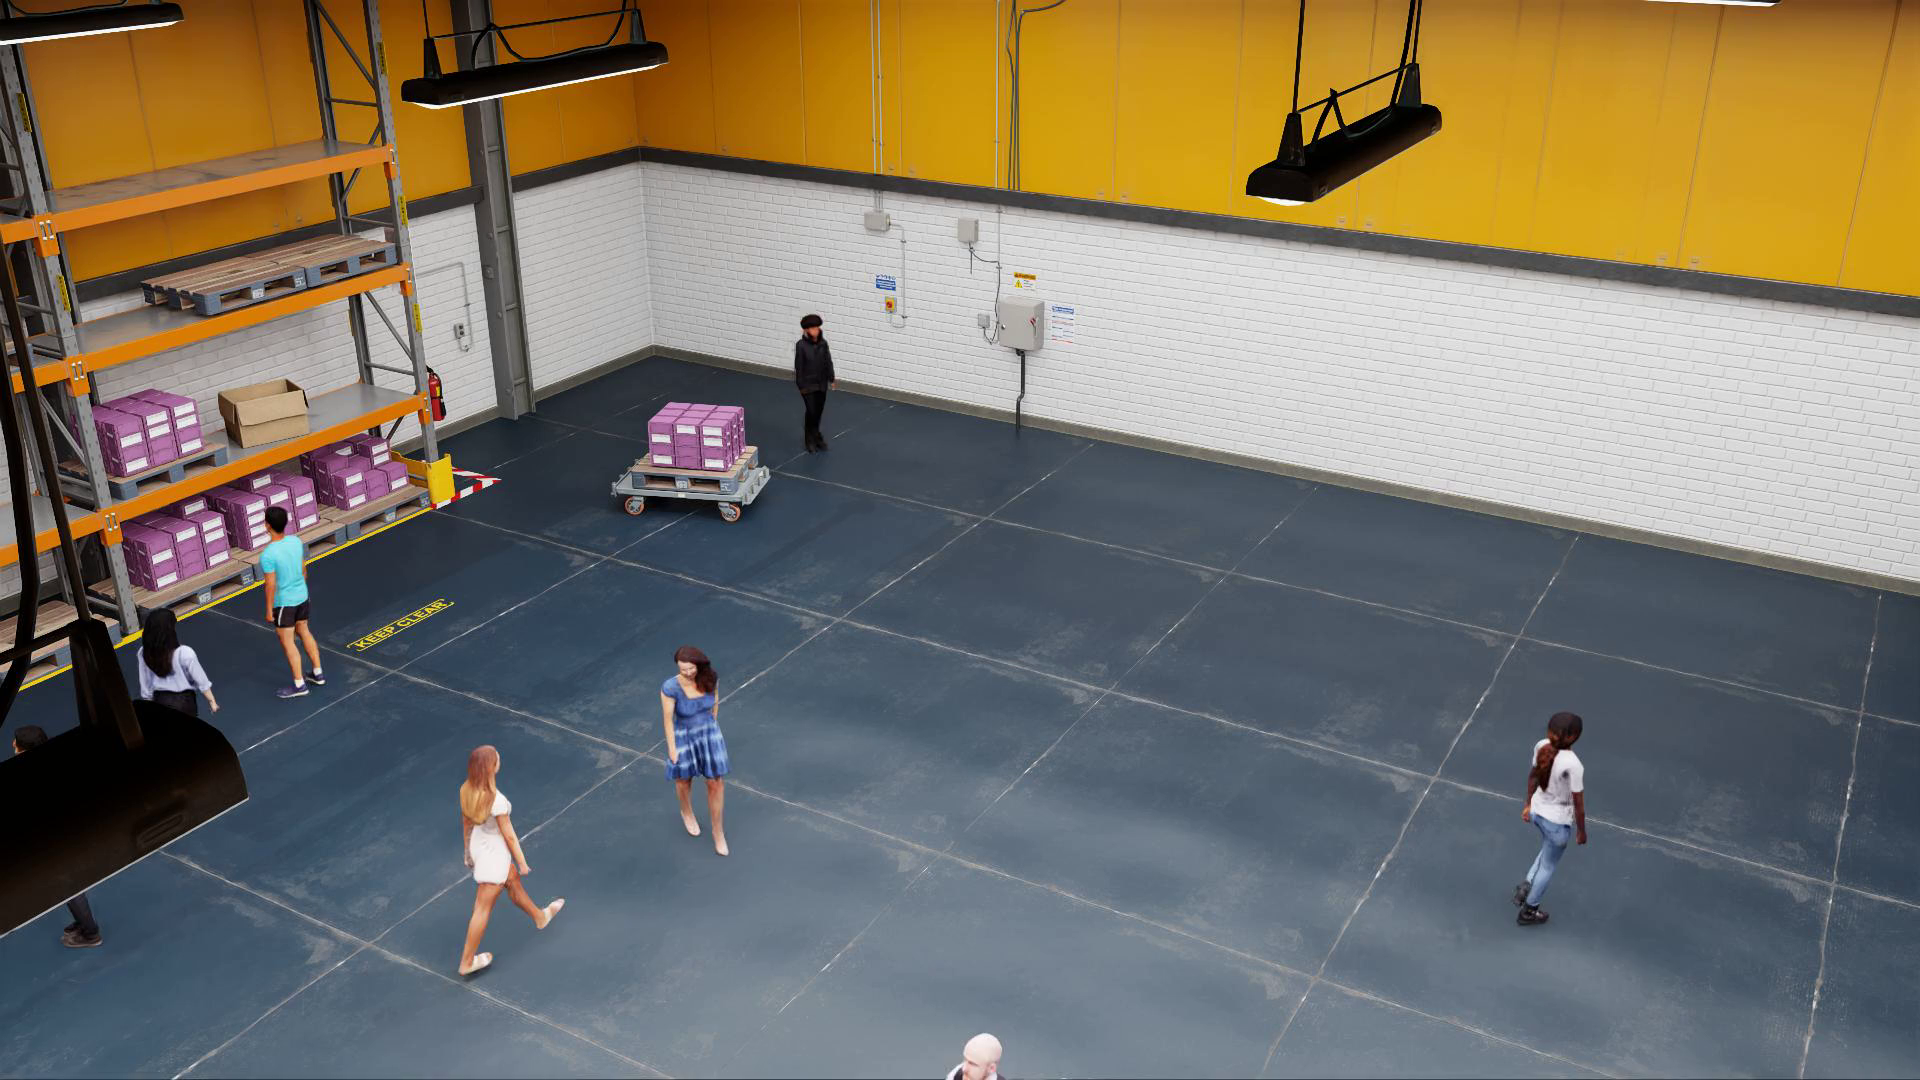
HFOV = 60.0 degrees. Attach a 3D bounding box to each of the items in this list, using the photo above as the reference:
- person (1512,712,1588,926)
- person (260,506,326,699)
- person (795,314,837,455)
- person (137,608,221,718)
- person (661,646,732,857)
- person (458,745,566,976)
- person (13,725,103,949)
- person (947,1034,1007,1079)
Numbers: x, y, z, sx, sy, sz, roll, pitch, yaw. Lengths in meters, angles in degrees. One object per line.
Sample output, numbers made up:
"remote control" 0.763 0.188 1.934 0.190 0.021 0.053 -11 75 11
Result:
"person" 4.097 1.985 11.693 0.791 1.708 0.732 -7 25 -16
"person" -5.992 0.552 14.896 0.734 1.770 0.497 7 24 15
"person" -1.862 -1.986 20.709 0.629 1.763 0.768 -19 30 -36
"person" -6.193 1.386 13.055 0.920 1.716 1.106 3 24 6
"person" -2.027 1.543 12.641 0.935 1.758 0.944 -16 28 -32
"person" -3.241 2.203 11.275 0.737 1.643 1.165 20 30 38
"person" -6.143 2.062 11.450 0.825 1.763 0.709 22 32 40
"person" 0.201 3.282 8.609 0.842 1.803 1.088 22 32 40
